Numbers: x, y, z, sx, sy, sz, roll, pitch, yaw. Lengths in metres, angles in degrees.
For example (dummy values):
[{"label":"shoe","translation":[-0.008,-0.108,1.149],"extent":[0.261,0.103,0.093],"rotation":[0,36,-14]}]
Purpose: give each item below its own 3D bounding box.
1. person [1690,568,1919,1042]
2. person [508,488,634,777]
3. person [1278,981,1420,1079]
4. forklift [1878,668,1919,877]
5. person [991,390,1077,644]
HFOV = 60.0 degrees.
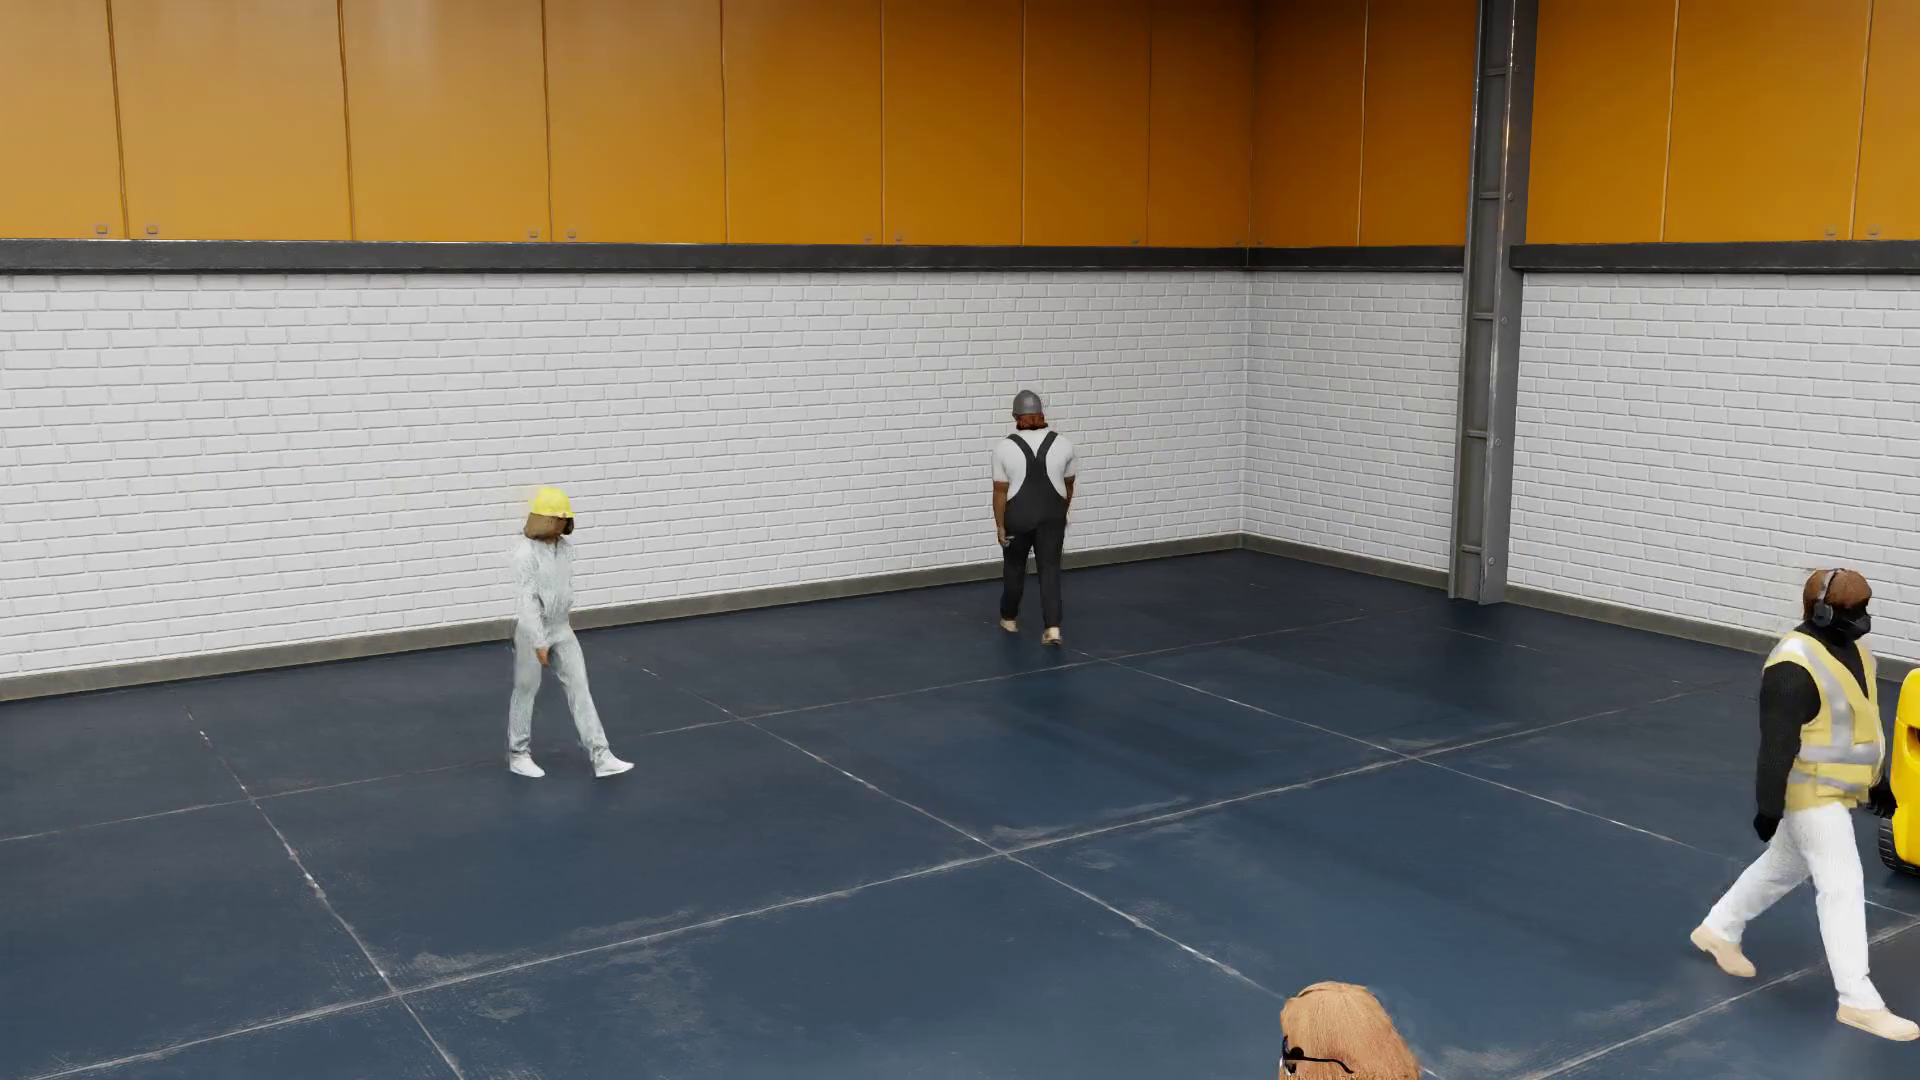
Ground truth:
[{"label":"person","translation":[3.389,0.981,6.636],"extent":[0.623,1.804,0.926],"rotation":[-9,13,-44]},{"label":"person","translation":[-2.288,0.556,9.469],"extent":[0.880,1.698,0.490],"rotation":[6,11,31]},{"label":"person","translation":[0.742,1.637,3.235],"extent":[0.387,1.620,0.502],"rotation":[5,11,28]},{"label":"forklift","translation":[5.511,0.571,7.906],"extent":[2.313,2.155,1.214],"rotation":[-6,11,-33]},{"label":"person","translation":[0.578,-0.218,13.123],"extent":[0.684,2.000,0.993],"rotation":[-1,9,-6]}]
